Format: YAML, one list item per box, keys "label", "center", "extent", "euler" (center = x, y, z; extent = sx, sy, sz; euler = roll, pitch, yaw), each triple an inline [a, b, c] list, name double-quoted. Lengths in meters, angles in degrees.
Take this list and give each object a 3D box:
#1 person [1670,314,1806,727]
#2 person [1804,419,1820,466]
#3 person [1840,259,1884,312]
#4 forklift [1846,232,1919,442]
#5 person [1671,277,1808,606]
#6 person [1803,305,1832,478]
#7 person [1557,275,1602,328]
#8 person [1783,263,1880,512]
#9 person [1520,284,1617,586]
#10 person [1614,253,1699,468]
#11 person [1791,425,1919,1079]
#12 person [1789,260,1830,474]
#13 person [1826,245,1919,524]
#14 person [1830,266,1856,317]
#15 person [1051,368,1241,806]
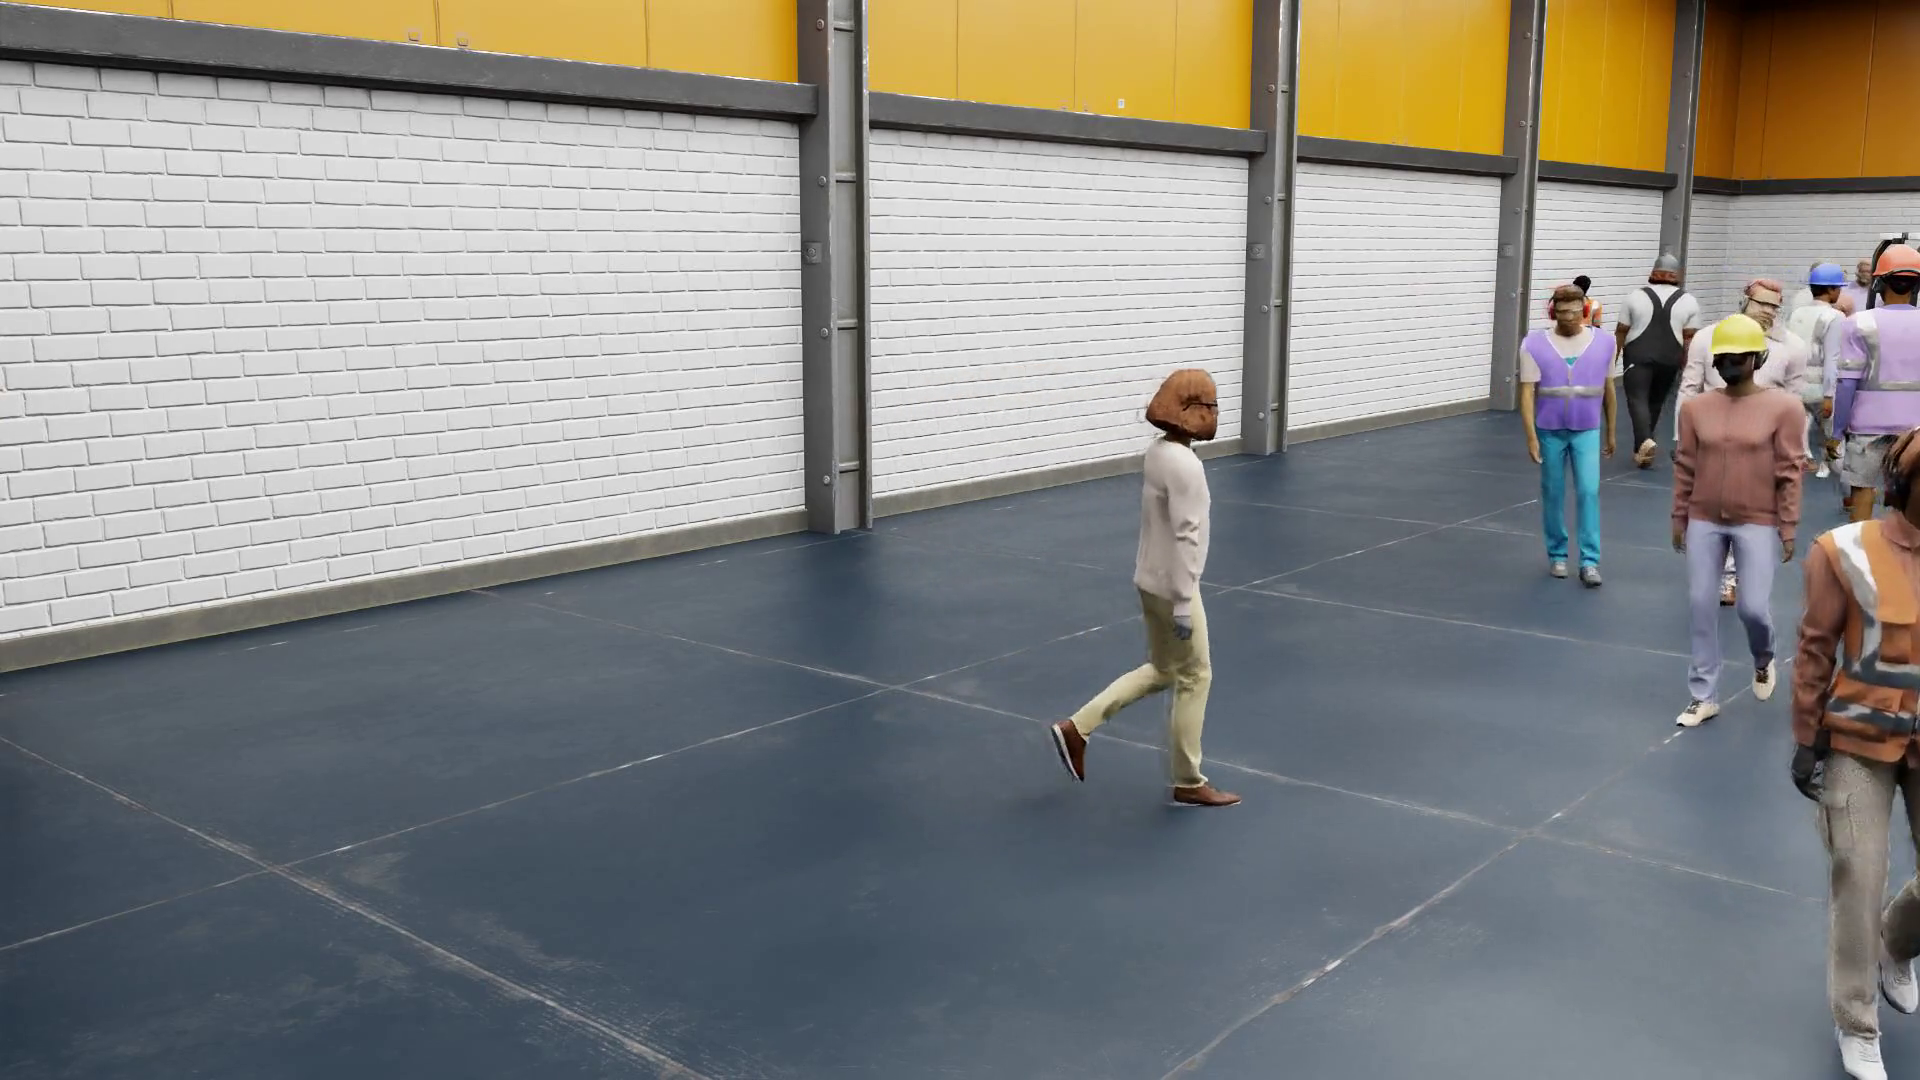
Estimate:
- label: "person"
  center: [3.308, -0.083, 7.081]
  extent: [0.533, 1.753, 0.516]
  euler: [9, 13, 42]
- label: "person"
  center: [7.854, -1.486, 15.462]
  extent: [0.522, 1.621, 0.530]
  euler: [-7, 12, -33]
- label: "person"
  center: [10.987, -2.479, 20.329]
  extent: [0.670, 1.894, 0.499]
  euler: [9, 13, 41]
- label: "forklift"
  center: [9.955, -1.972, 16.595]
  extent: [2.313, 2.155, 1.214]
  euler: [1, 10, 8]
- label: "person"
  center: [4.549, -0.603, 9.727]
  extent: [0.649, 1.869, 0.923]
  euler: [7, 12, 34]
- label: "person"
  center: [7.460, -1.299, 14.487]
  extent: [0.836, 1.584, 0.501]
  euler: [-10, 14, -44]
- label: "person"
  center: [7.669, -2.428, 20.628]
  extent: [0.530, 1.691, 0.318]
  euler: [3, 10, 14]
- label: "person"
  center: [6.579, -1.140, 12.660]
  extent: [0.971, 1.903, 0.642]
  euler: [-3, 10, -15]
- label: "person"
  center: [3.664, -0.630, 10.027]
  extent: [0.591, 1.808, 0.751]
  euler: [3, 10, 15]
- label: "person"
  center: [6.459, -1.700, 15.485]
  extent: [0.730, 2.000, 0.953]
  euler: [3, 10, 14]
- label: "person"
  center: [2.312, 0.508, 4.107]
  extent: [0.517, 1.627, 0.432]
  euler: [3, 10, 15]
- label: "person"
  center: [7.631, -1.554, 15.017]
  extent: [0.424, 1.922, 0.650]
  euler: [3, 10, 16]
- label: "person"
  center: [5.284, -0.653, 9.514]
  extent: [0.608, 2.044, 0.377]
  euler: [1, 10, 4]
- label: "person"
  center: [9.366, -2.052, 18.082]
  extent: [1.059, 1.849, 0.635]
  euler: [-5, 11, -26]
- label: "person"
  center: [0.689, 0.186, 5.992]
  extent: [0.610, 1.613, 0.504]
  euler: [-1, 10, -8]
